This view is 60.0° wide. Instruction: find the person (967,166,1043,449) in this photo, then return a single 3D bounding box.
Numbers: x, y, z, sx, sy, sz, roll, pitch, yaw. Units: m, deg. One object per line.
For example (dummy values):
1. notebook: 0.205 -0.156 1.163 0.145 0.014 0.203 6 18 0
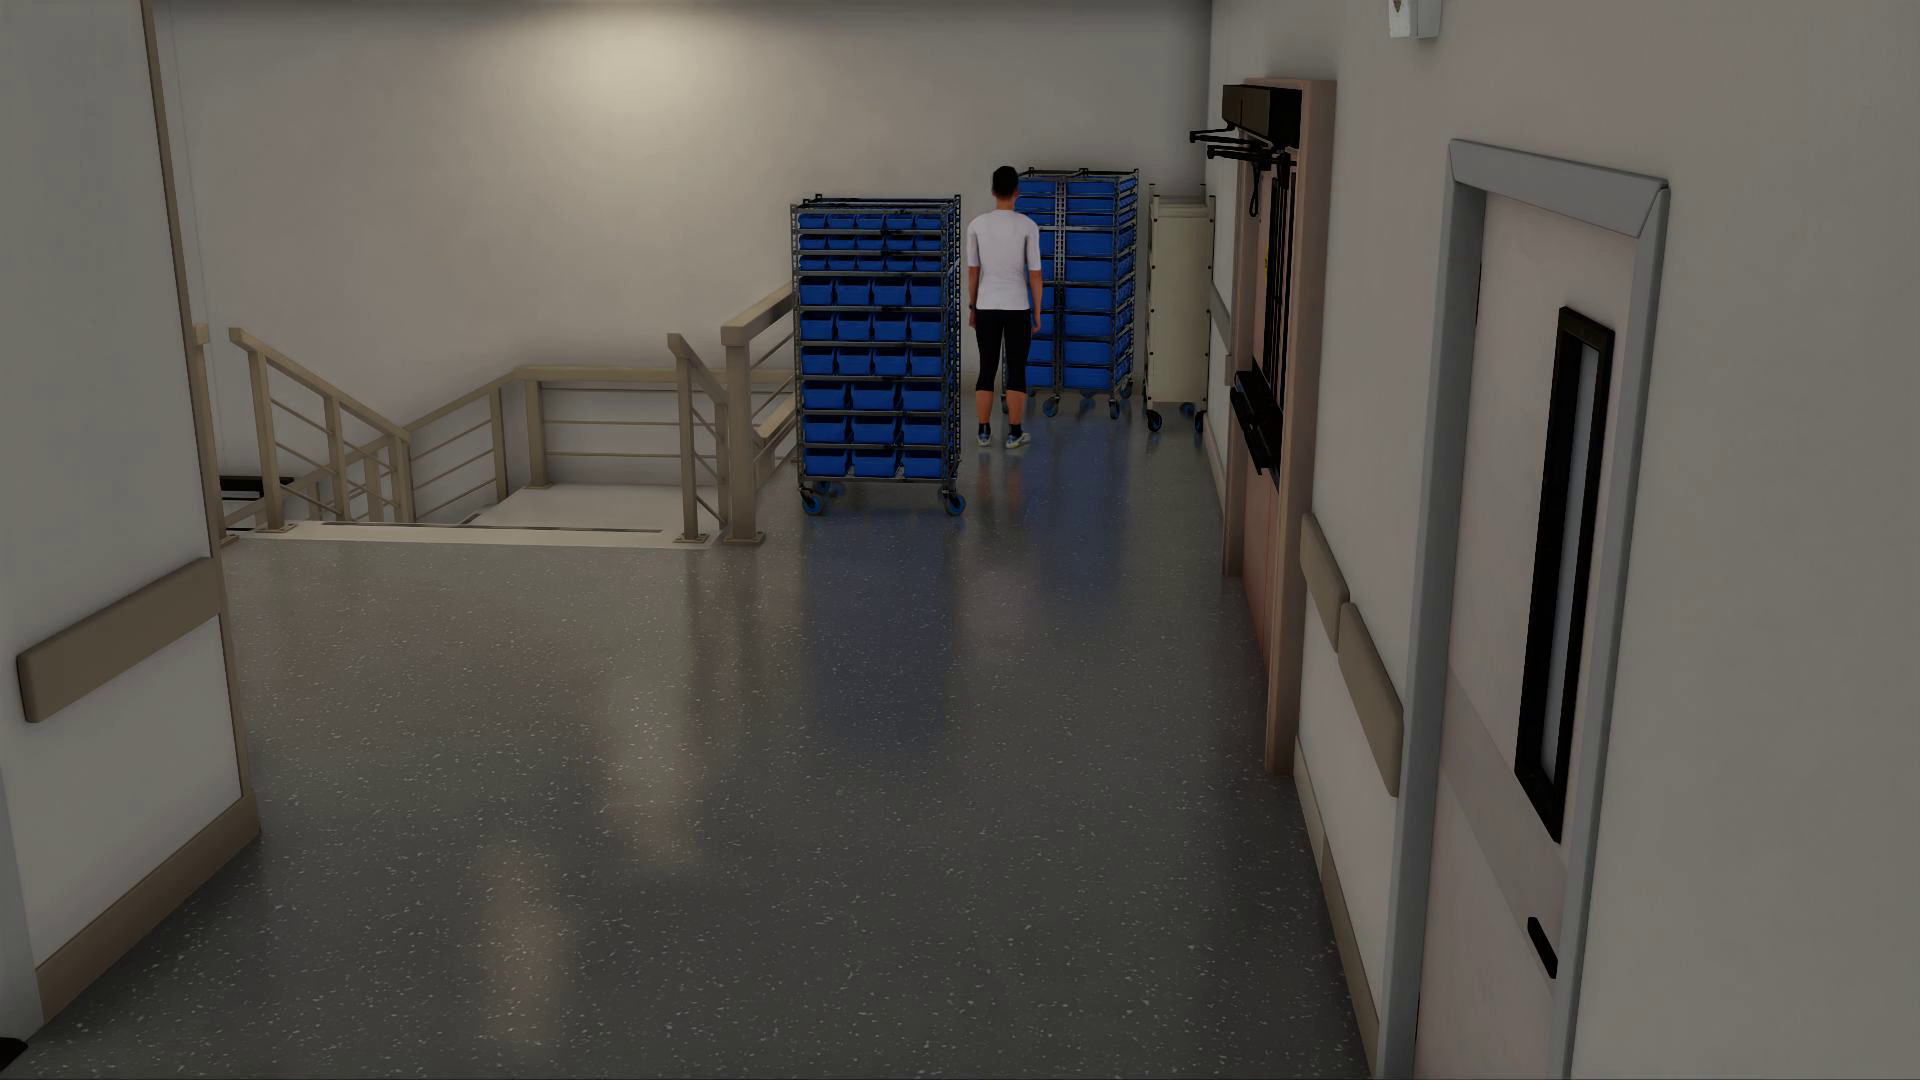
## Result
1. person: 0.287 -1.541 11.049 0.694 1.848 0.609 4 16 15
